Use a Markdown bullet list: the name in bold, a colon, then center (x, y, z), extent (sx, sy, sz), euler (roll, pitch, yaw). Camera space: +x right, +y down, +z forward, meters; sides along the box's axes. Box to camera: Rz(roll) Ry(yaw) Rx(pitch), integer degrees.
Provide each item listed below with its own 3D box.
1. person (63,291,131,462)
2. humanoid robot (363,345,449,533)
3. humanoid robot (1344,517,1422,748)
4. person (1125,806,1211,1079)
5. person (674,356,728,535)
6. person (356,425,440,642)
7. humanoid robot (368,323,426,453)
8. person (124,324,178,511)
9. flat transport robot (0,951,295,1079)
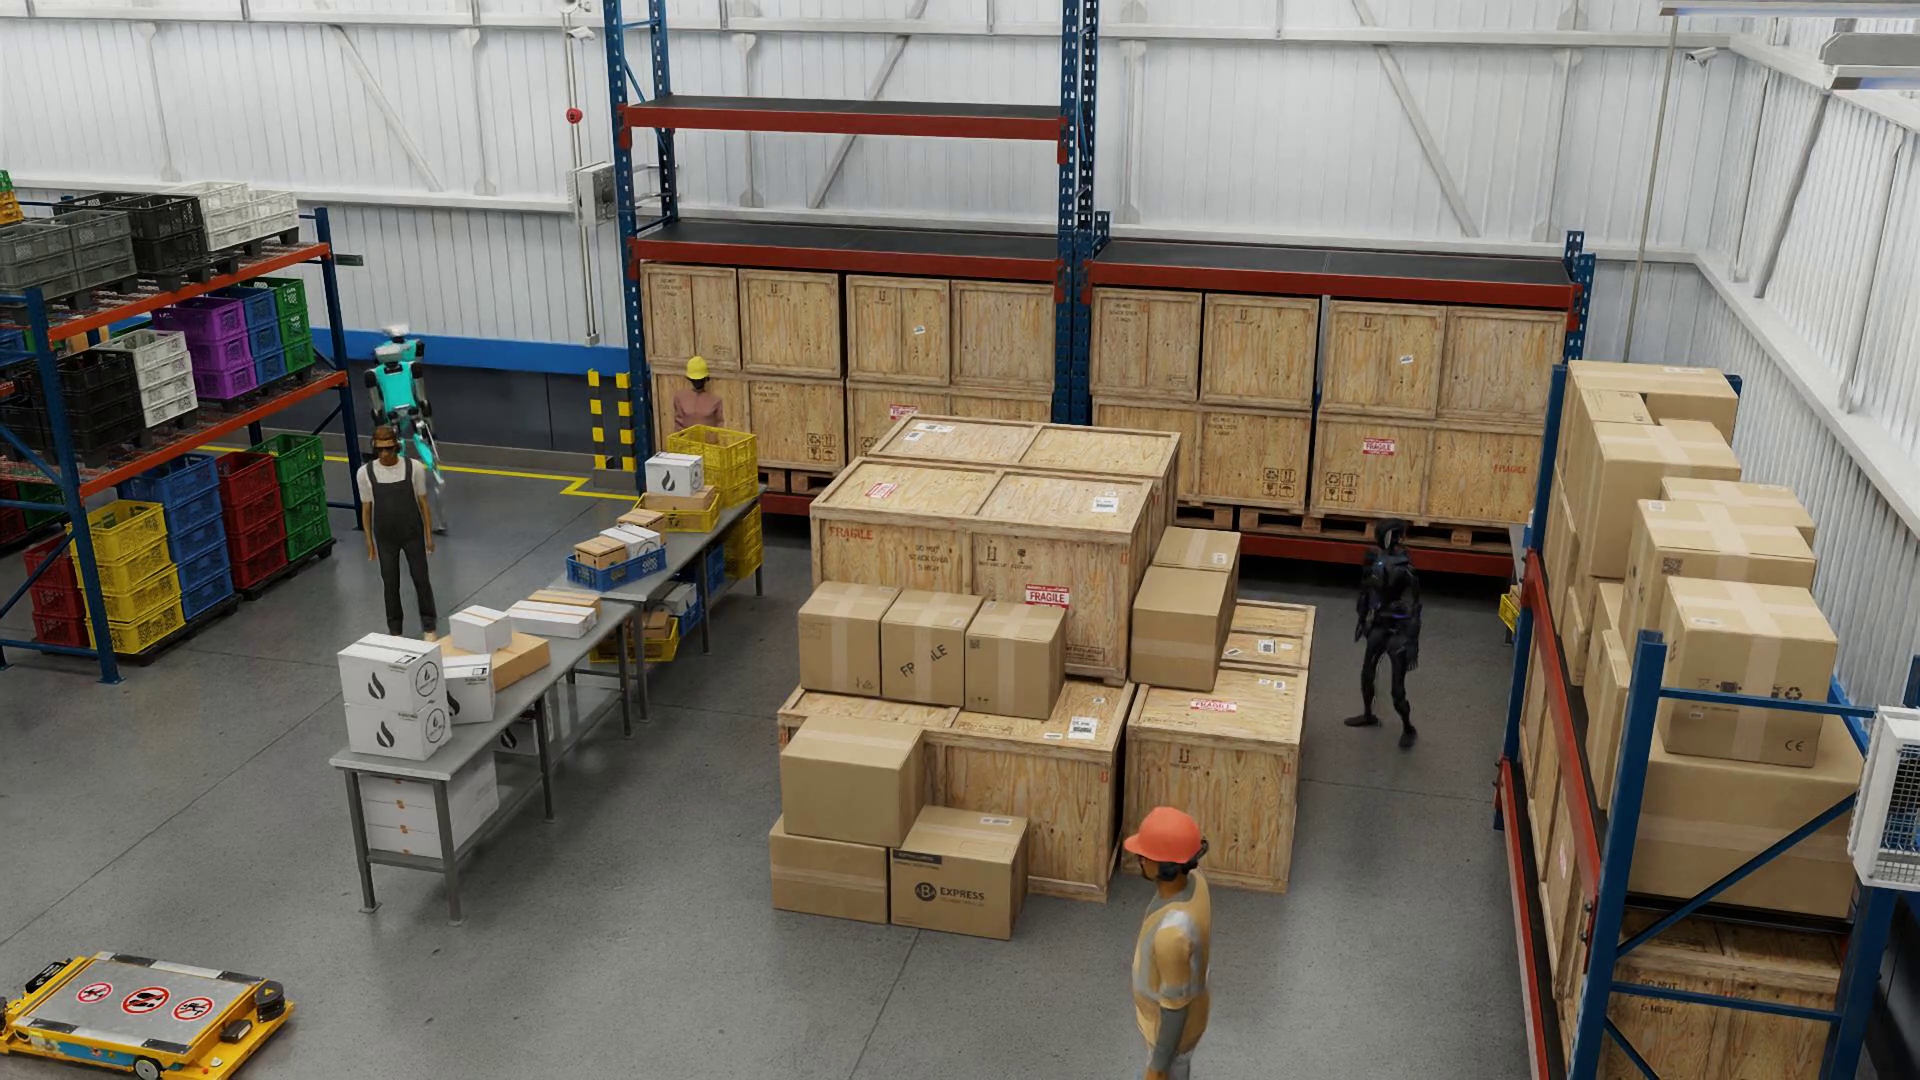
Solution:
- **person**: center (-8.872, -1.689, 17.141), extent (0.542, 1.930, 0.371), euler (6, 22, 16)
- **humanoid robot**: center (-5.036, -0.855, 15.251), extent (0.577, 1.779, 0.851), euler (-11, 24, -27)
- **humanoid robot**: center (2.980, 0.608, 11.476), extent (0.394, 1.634, 0.616), euler (-11, 24, -27)
- **person**: center (0.875, 2.062, 7.167), extent (0.385, 2.045, 0.605), euler (5, 21, 13)
- **person**: center (-2.335, -0.818, 15.104), extent (0.524, 1.760, 0.336), euler (4, 21, 9)
- **person**: center (-4.355, -0.018, 12.907), extent (0.506, 1.837, 0.332), euler (-7, 22, -17)
- **humanoid robot**: center (-5.620, -1.273, 16.406), extent (0.816, 1.832, 0.534), euler (16, 26, 35)
- **person**: center (-7.320, -0.947, 15.046), extent (0.372, 2.042, 0.606), euler (4, 21, 11)
- **flat transport robot**: center (-4.270, 2.464, 8.601), extent (1.431, 0.231, 0.659), euler (5, 22, 13)
